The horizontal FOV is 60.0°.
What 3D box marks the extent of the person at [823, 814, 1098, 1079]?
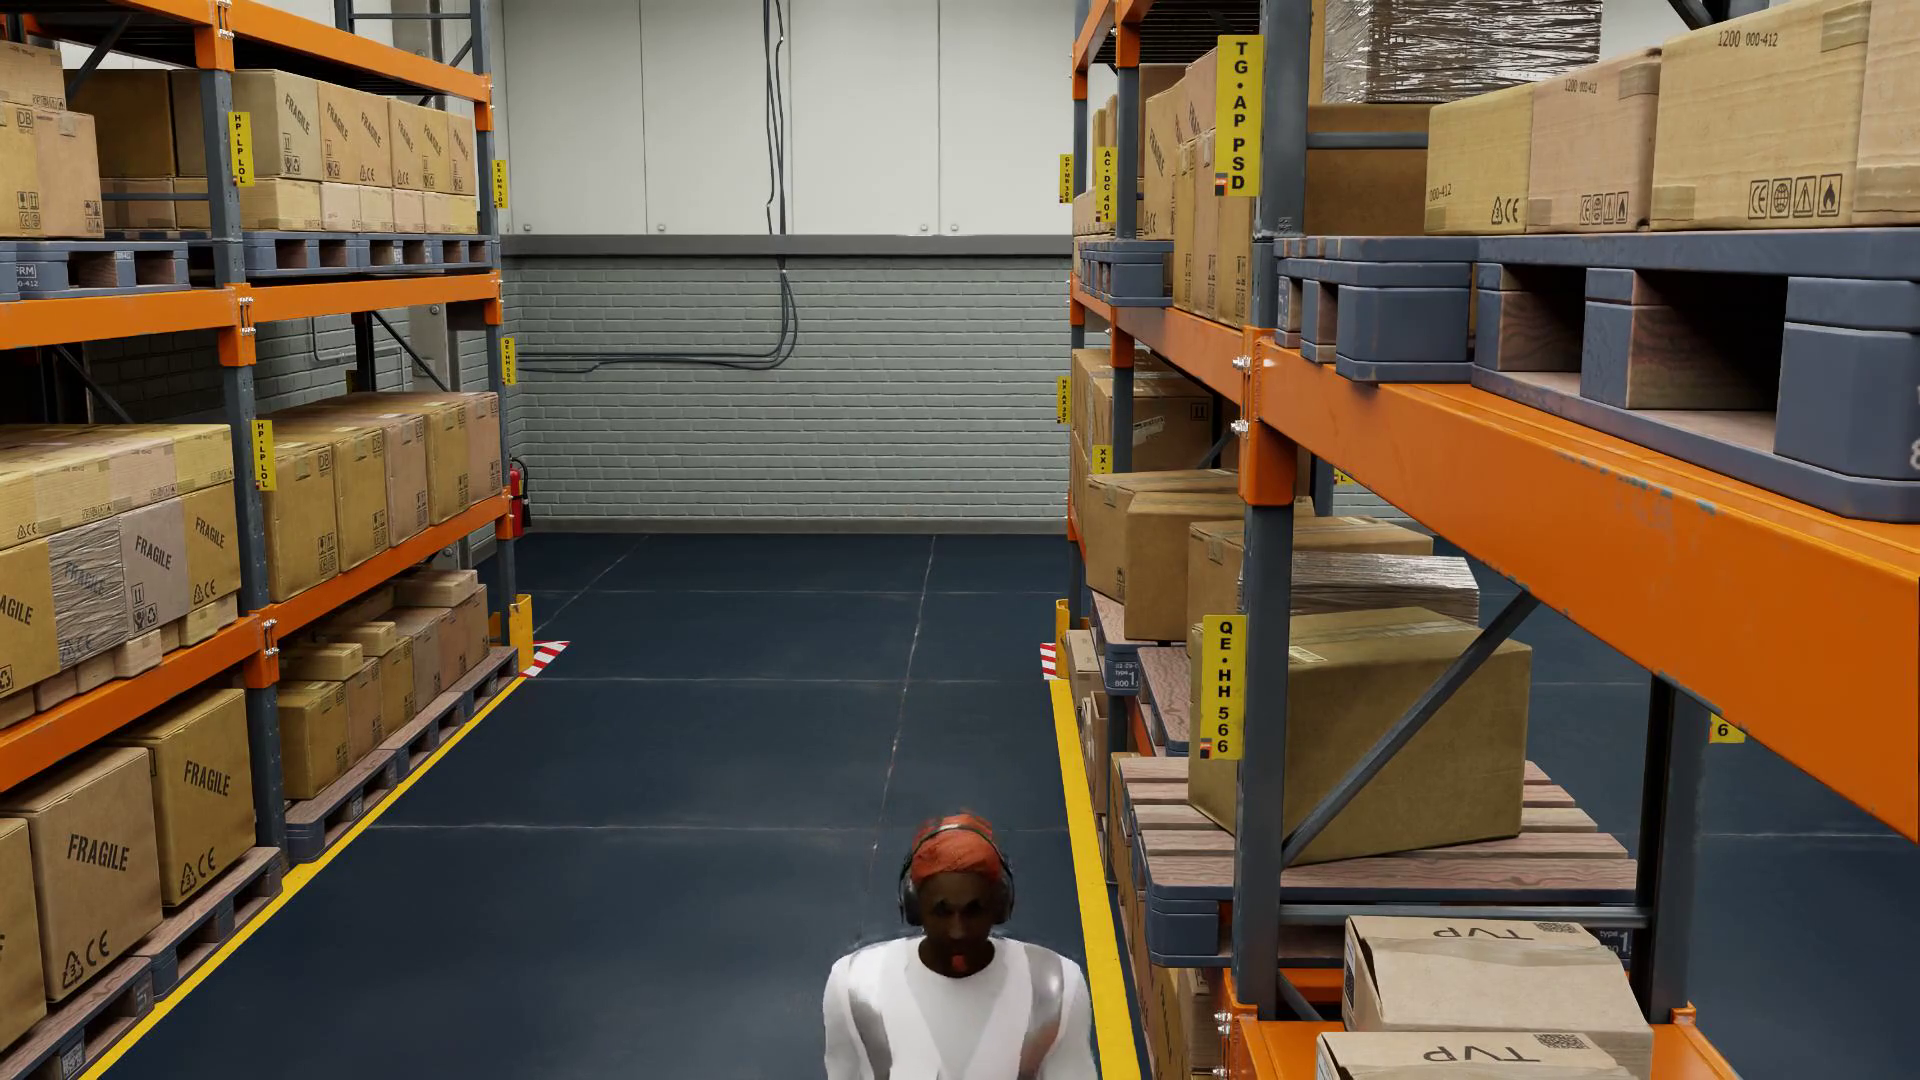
[{"bbox_3d":[0.007,1.501,3.481,0.603,1.846,0.896,0,10,-3],"label":"person"}]
